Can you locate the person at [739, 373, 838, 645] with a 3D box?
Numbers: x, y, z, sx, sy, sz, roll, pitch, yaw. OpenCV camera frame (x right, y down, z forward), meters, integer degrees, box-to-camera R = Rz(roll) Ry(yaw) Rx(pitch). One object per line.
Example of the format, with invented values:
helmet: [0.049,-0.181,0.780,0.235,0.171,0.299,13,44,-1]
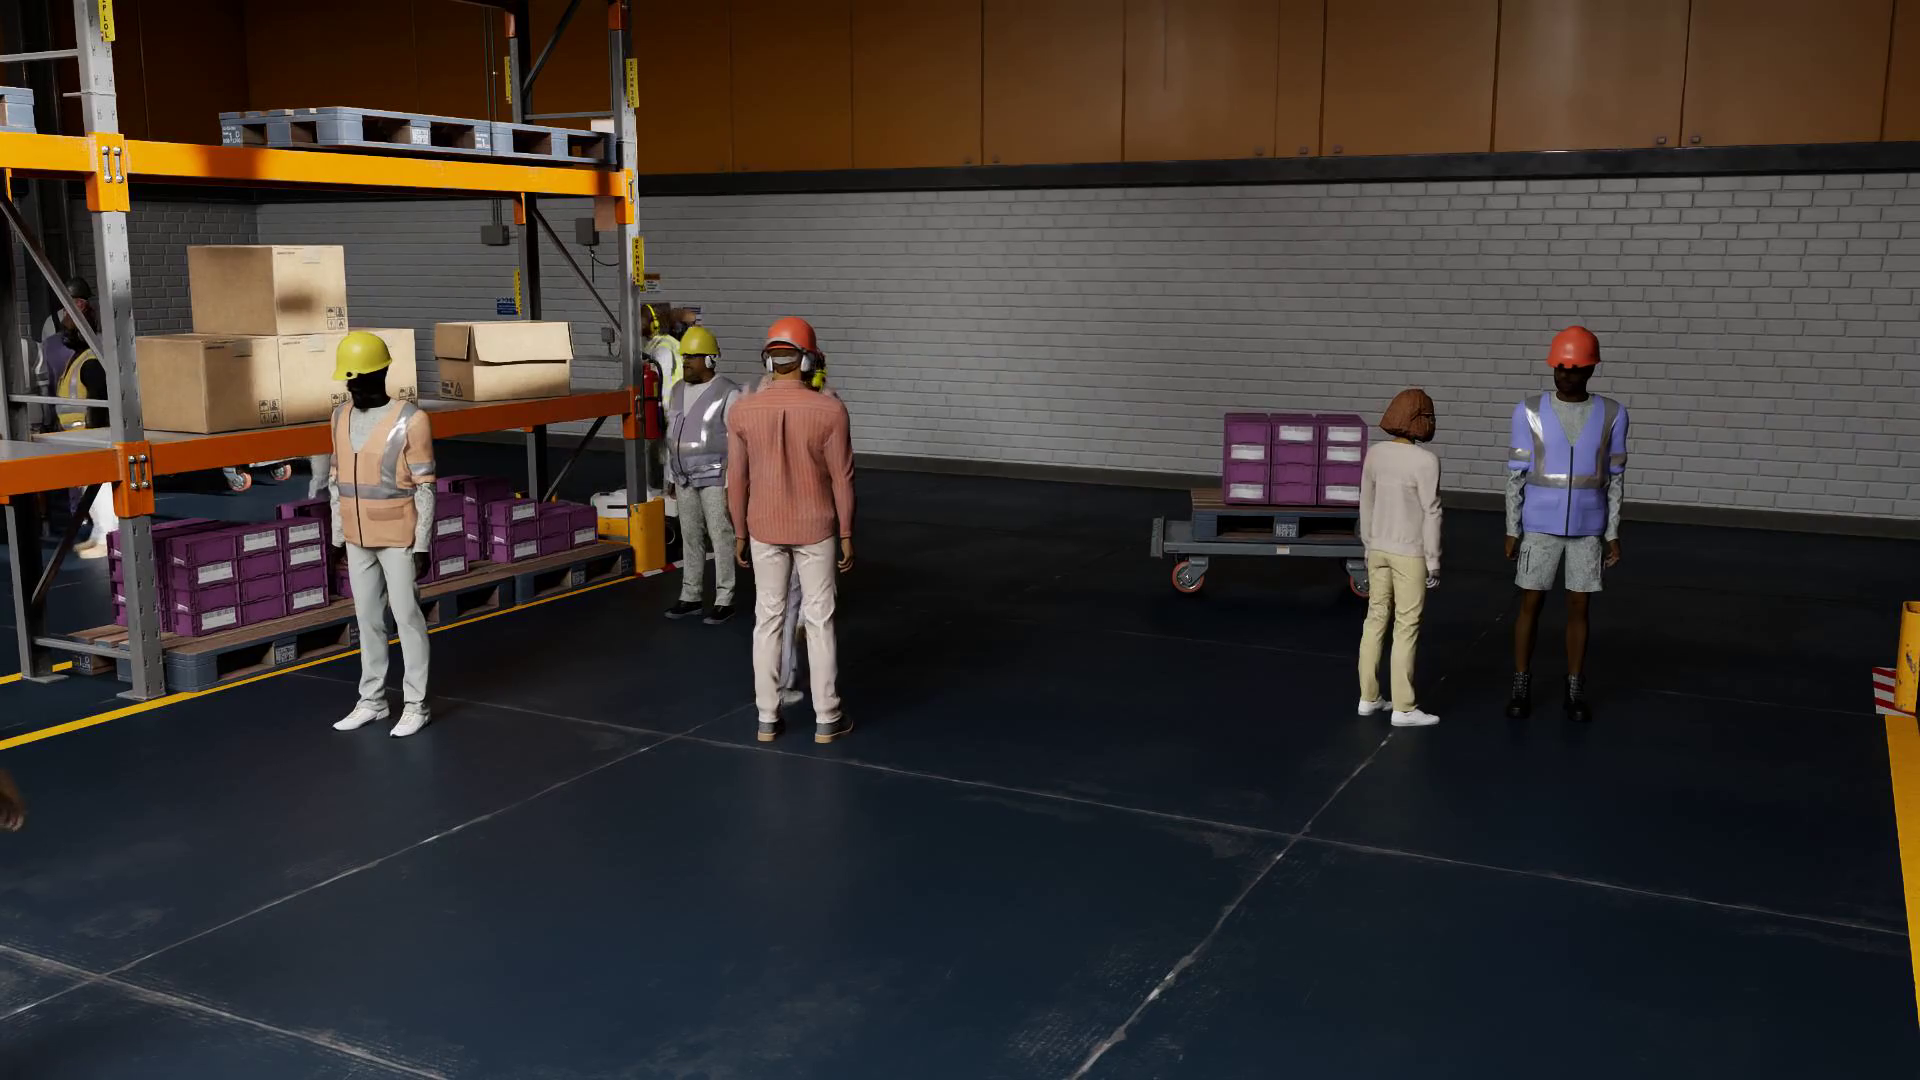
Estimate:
person: [-0.998,-0.321,9.852,0.626,1.827,0.634,3,10,15]

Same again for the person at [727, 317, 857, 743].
person: [-0.772,-0.038,7.755,0.610,1.986,0.392,2,10,10]

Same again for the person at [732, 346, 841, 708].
person: [-0.841,-0.082,8.491,0.550,1.819,0.757,4,11,24]

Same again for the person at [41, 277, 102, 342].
person: [-8.887,-1.648,16.917,0.688,2.000,0.539,3,10,16]

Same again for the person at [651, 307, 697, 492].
person: [-2.304,-1.057,14.114,0.592,1.822,0.645,2,10,9]

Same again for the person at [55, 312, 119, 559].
person: [-6.544,-0.788,12.513,0.429,1.843,0.629,-7,12,-35]

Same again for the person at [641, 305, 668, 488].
person: [-2.667,-1.128,14.500,0.571,1.843,0.626,0,10,2]

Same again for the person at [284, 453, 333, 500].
person: [-4.605,-0.765,12.239,0.661,1.877,1.031,4,11,22]

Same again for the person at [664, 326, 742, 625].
person: [-1.595,-0.397,10.270,0.588,1.835,0.403,7,12,34]

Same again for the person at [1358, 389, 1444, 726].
person: [2.143,0.081,8.082,0.269,1.632,0.505,-5,11,-28]

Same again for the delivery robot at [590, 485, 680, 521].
delivery robot: [-2.487,-0.253,12.864,0.707,0.478,0.477,0,10,-3]

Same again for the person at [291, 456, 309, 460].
person: [-7.355,-1.834,18.441,0.341,1.883,0.587,-4,10,-20]

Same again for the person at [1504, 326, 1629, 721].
person: [2.938,-0.070,8.087,0.552,1.933,0.368,2,10,13]

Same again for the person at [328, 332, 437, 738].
person: [-2.743,-0.021,7.857,0.586,1.917,0.380,4,11,21]

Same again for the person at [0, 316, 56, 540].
person: [-7.538,-0.967,13.259,0.543,1.942,0.349,-7,12,-36]

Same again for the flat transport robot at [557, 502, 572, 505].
flat transport robot: [-3.333,-0.164,13.444,0.652,0.197,1.431,-10,14,-44]

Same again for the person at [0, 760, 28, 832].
person: [-2.696,0.660,4.237,0.424,1.825,0.595,1,10,3]

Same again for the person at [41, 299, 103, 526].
person: [-7.291,-1.048,13.890,0.689,1.902,0.396,-2,10,-14]
